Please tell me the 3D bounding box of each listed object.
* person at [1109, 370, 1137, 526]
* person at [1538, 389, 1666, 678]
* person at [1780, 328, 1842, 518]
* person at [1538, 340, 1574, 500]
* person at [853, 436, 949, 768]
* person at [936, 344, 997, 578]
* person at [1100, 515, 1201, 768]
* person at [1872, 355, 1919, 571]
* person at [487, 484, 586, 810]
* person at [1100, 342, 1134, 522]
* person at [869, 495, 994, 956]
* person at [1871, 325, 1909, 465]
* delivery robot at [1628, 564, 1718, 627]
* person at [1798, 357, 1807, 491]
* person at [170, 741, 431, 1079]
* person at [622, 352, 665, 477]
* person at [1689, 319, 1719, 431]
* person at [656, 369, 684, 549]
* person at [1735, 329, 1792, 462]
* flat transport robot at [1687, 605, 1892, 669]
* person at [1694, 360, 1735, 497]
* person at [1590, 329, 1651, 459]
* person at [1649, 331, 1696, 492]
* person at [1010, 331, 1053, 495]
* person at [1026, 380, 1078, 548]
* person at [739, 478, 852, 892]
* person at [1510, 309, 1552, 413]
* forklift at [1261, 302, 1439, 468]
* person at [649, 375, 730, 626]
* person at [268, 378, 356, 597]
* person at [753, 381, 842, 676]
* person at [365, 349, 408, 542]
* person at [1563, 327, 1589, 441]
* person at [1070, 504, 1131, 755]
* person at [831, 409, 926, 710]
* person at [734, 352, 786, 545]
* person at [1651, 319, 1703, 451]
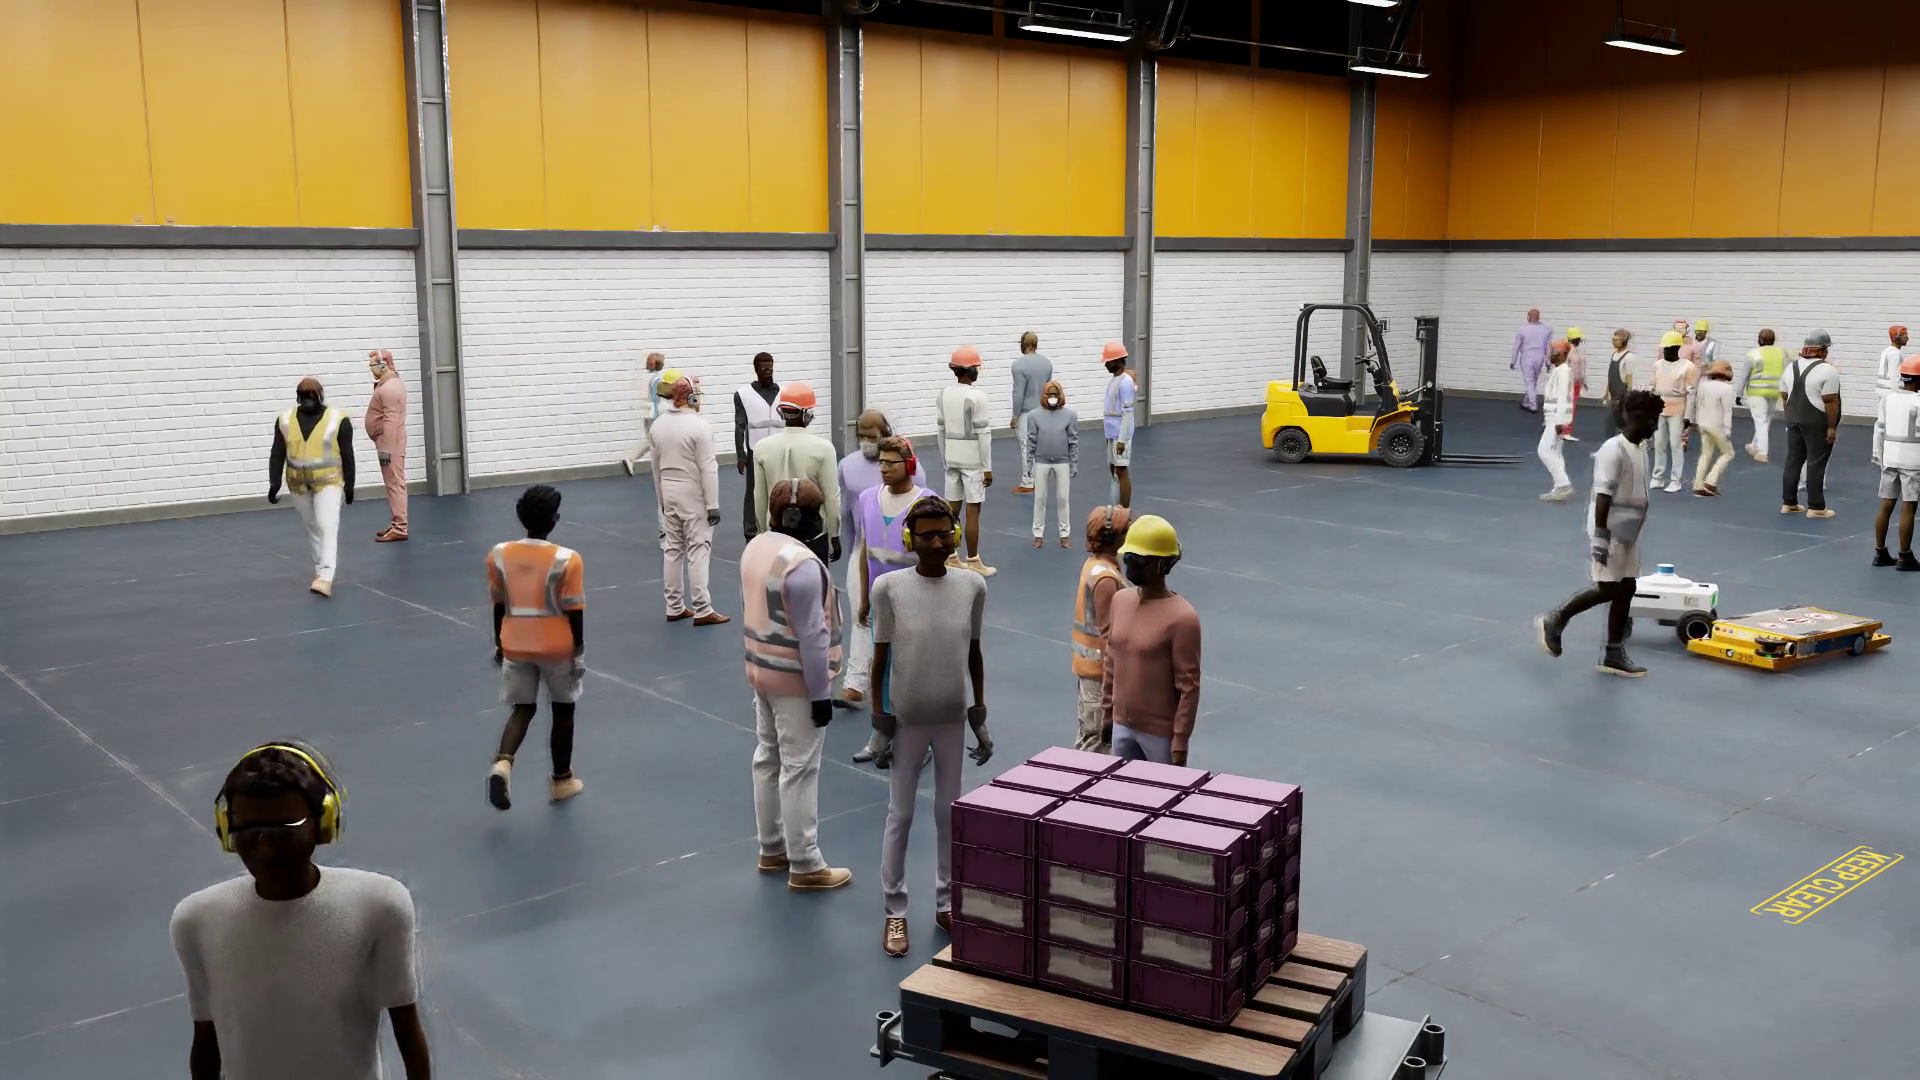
[{"bbox_3d":[1.716,-0.974,17.479,0.268,1.631,0.507,0,10,3],"label":"person"},{"bbox_3d":[4.392,-0.062,11.282,0.678,1.927,0.678,-9,14,-44],"label":"person"},{"bbox_3d":[9.256,-1.270,18.020,0.537,2.000,0.682,-4,10,-20],"label":"person"},{"bbox_3d":[6.875,-1.367,19.150,0.402,1.856,0.684,3,10,19],"label":"person"},{"bbox_3d":[-0.311,0.339,9.169,0.565,1.847,0.396,6,12,33],"label":"person"},{"bbox_3d":[0.059,-0.685,14.575,0.365,2.048,0.608,-9,13,-43],"label":"person"},{"bbox_3d":[0.768,0.771,6.865,0.307,1.772,0.525,-7,12,-36],"label":"person"},{"bbox_3d":[8.492,-0.689,14.923,0.357,1.938,0.545,-3,10,-20],"label":"person"},{"bbox_3d":[-2.140,0.556,8.377,0.538,1.674,0.606,2,10,13],"label":"person"},{"bbox_3d":[1.626,-1.102,17.363,0.366,1.931,0.542,-2,10,-10],"label":"person"},{"bbox_3d":[-0.115,0.741,6.743,0.521,1.874,0.328,-3,10,-17],"label":"person"},{"bbox_3d":[12.559,-1.946,22.440,0.359,1.883,0.573,3,10,18],"label":"person"},{"bbox_3d":[5.167,0.419,12.201,0.707,0.478,0.477,4,11,23],"label":"delivery robot"},{"bbox_3d":[10.143,-1.385,19.916,0.518,1.614,0.540,4,11,23],"label":"person"},{"bbox_3d":[-1.405,1.294,3.646,0.529,1.835,0.951,-2,10,-12],"label":"person"},{"bbox_3d":[-3.900,-1.540,20.819,0.588,1.618,0.524,-6,11,-31],"label":"person"},{"bbox_3d":[11.834,-2.642,26.754,0.599,1.795,0.822,7,12,35],"label":"person"},{"bbox_3d":[-2.770,-0.783,16.067,0.311,1.735,0.483,0,10,-2],"label":"person"},{"bbox_3d":[11.083,-2.019,23.087,0.660,1.802,0.901,0,10,-2],"label":"person"},{"bbox_3d":[5.901,0.675,11.807,1.431,0.197,0.652,-6,11,-32],"label":"flat transport robot"},{"bbox_3d":[8.785,-1.288,19.350,0.392,1.609,0.559,-2,10,-9],"label":"person"},{"bbox_3d":[9.232,-2.031,23.121,0.831,1.821,0.517,0,10,0],"label":"person"},{"bbox_3d":[8.478,-1.533,19.896,0.381,1.924,0.593,-5,11,-28],"label":"person"},{"bbox_3d":[0.828,-1.495,19.635,0.628,1.940,0.377,-9,13,-43],"label":"person"},{"bbox_3d":[0.887,-0.729,16.067,0.501,1.626,0.278,1,10,3],"label":"person"},{"bbox_3d":[-0.740,0.639,7.443,0.430,1.840,0.621,-6,11,-31],"label":"person"},{"bbox_3d":[10.307,-3.237,30.075,0.669,1.851,0.988,-1,10,-6],"label":"person"},{"bbox_3d":[5.320,-2.157,22.763,2.313,2.155,1.214,3,10,16],"label":"forklift"},{"bbox_3d":[-2.061,-0.300,12.733,0.636,1.910,0.406,7,12,37],"label":"person"},{"bbox_3d":[-5.402,-0.429,13.813,0.648,1.801,0.925,0,10,0],"label":"person"},{"bbox_3d":[-1.065,-0.054,11.036,0.611,1.995,0.375,3,10,17],"label":"person"},{"bbox_3d":[-5.669,-0.936,16.471,0.410,1.905,0.640,-3,10,-15],"label":"person"},{"bbox_3d":[9.381,-2.378,25.460,0.538,1.740,0.355,-6,12,-33],"label":"person"},{"bbox_3d":[0.687,0.642,7.997,0.315,1.641,0.515,0,10,-1],"label":"person"},{"bbox_3d":[-0.490,0.110,10.470,0.649,1.877,1.056,4,10,21],"label":"person"},{"bbox_3d":[-1.853,-0.819,15.737,0.599,1.917,0.377,-7,12,-34],"label":"person"},{"bbox_3d":[10.341,-2.233,24.036,0.410,1.913,0.651,-9,13,-43],"label":"person"}]
